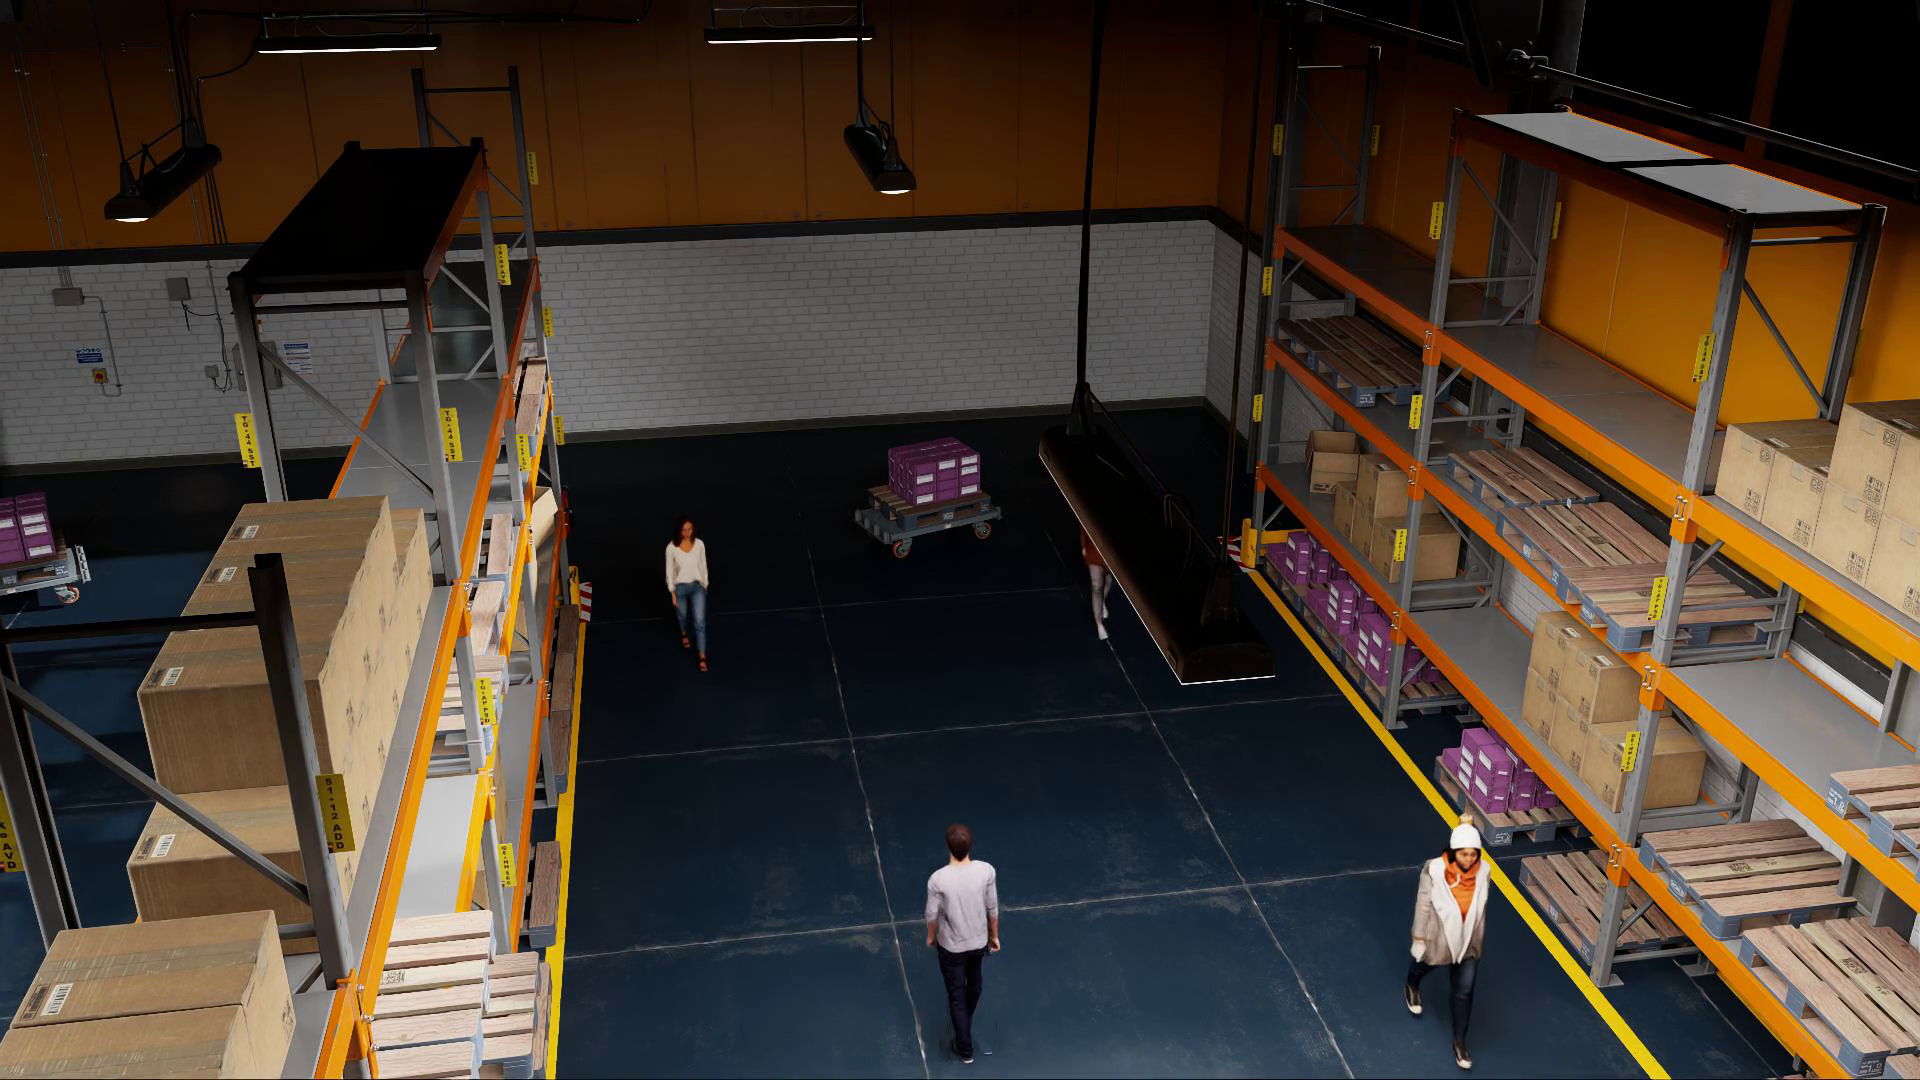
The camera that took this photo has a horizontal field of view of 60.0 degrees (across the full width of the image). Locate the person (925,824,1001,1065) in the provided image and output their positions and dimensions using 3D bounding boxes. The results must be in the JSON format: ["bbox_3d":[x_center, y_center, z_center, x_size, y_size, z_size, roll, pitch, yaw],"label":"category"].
[{"bbox_3d":[0.048,2.888,11.808,0.785,1.823,0.978,-9,25,-19],"label":"person"}]

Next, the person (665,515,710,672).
[{"bbox_3d":[-2.895,0.500,17.509,0.693,1.631,1.120,-7,25,-15],"label":"person"}]

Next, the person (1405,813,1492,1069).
[{"bbox_3d":[3.505,2.772,12.043,0.803,1.846,1.206,-1,24,-3],"label":"person"}]

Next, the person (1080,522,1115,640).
[{"bbox_3d":[1.572,0.112,18.195,0.701,1.794,1.112,-4,24,-10],"label":"person"}]
